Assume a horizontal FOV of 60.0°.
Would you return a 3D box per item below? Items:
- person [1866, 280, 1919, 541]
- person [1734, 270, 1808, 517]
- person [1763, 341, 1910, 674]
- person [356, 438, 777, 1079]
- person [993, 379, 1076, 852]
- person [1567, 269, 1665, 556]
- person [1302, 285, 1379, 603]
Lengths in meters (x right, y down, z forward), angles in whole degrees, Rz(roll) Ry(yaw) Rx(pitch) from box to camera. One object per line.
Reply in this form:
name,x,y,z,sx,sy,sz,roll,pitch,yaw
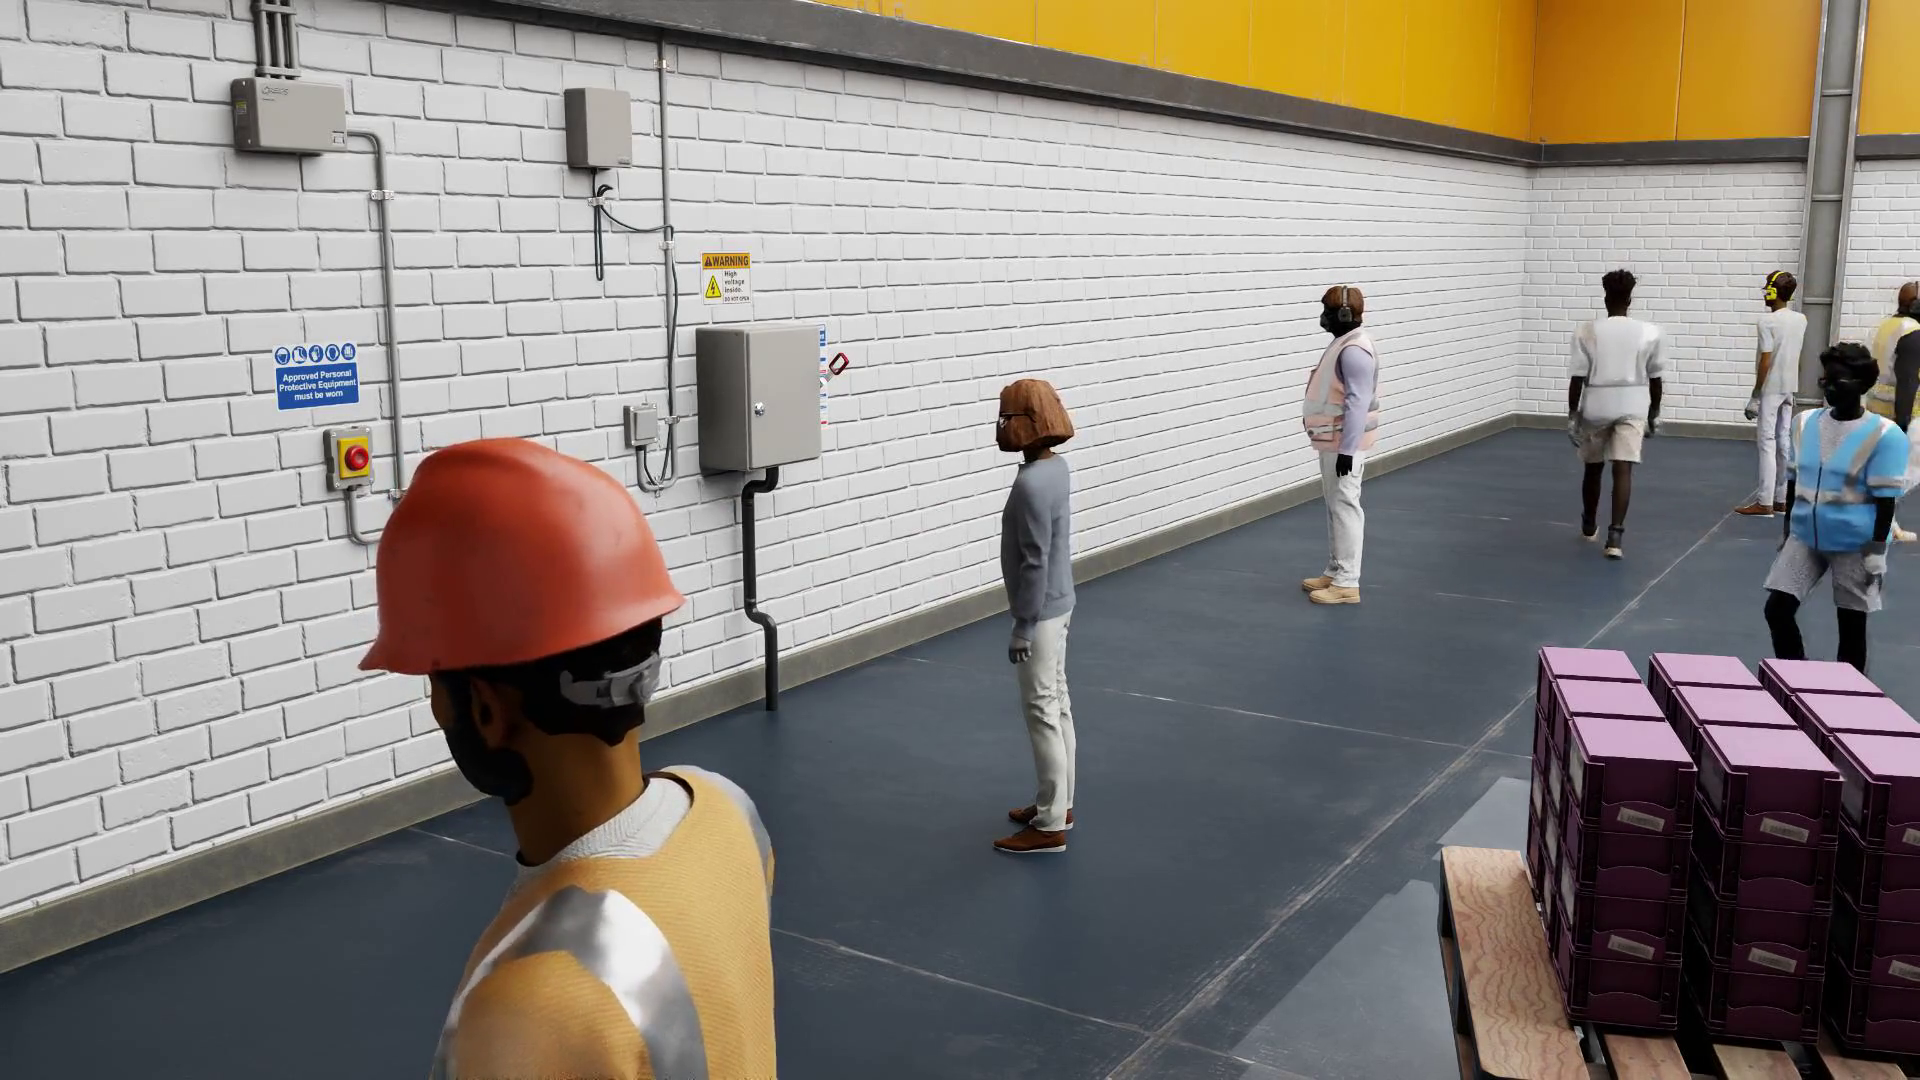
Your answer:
person,6.523,-0.877,11.529,0.432,1.830,0.627,2,10,11
person,6.188,-1.107,12.674,0.520,1.873,0.333,-5,12,-28
person,3.601,0.020,6.926,0.526,1.677,0.557,-6,12,-28
person,-0.345,0.866,1.575,0.376,1.932,0.543,1,10,5
person,0.261,0.263,5.740,0.266,1.631,0.507,2,10,13
person,4.426,-0.868,11.265,0.613,1.915,1.028,3,11,18
person,2.207,-0.555,9.697,0.429,1.842,0.637,1,10,6
